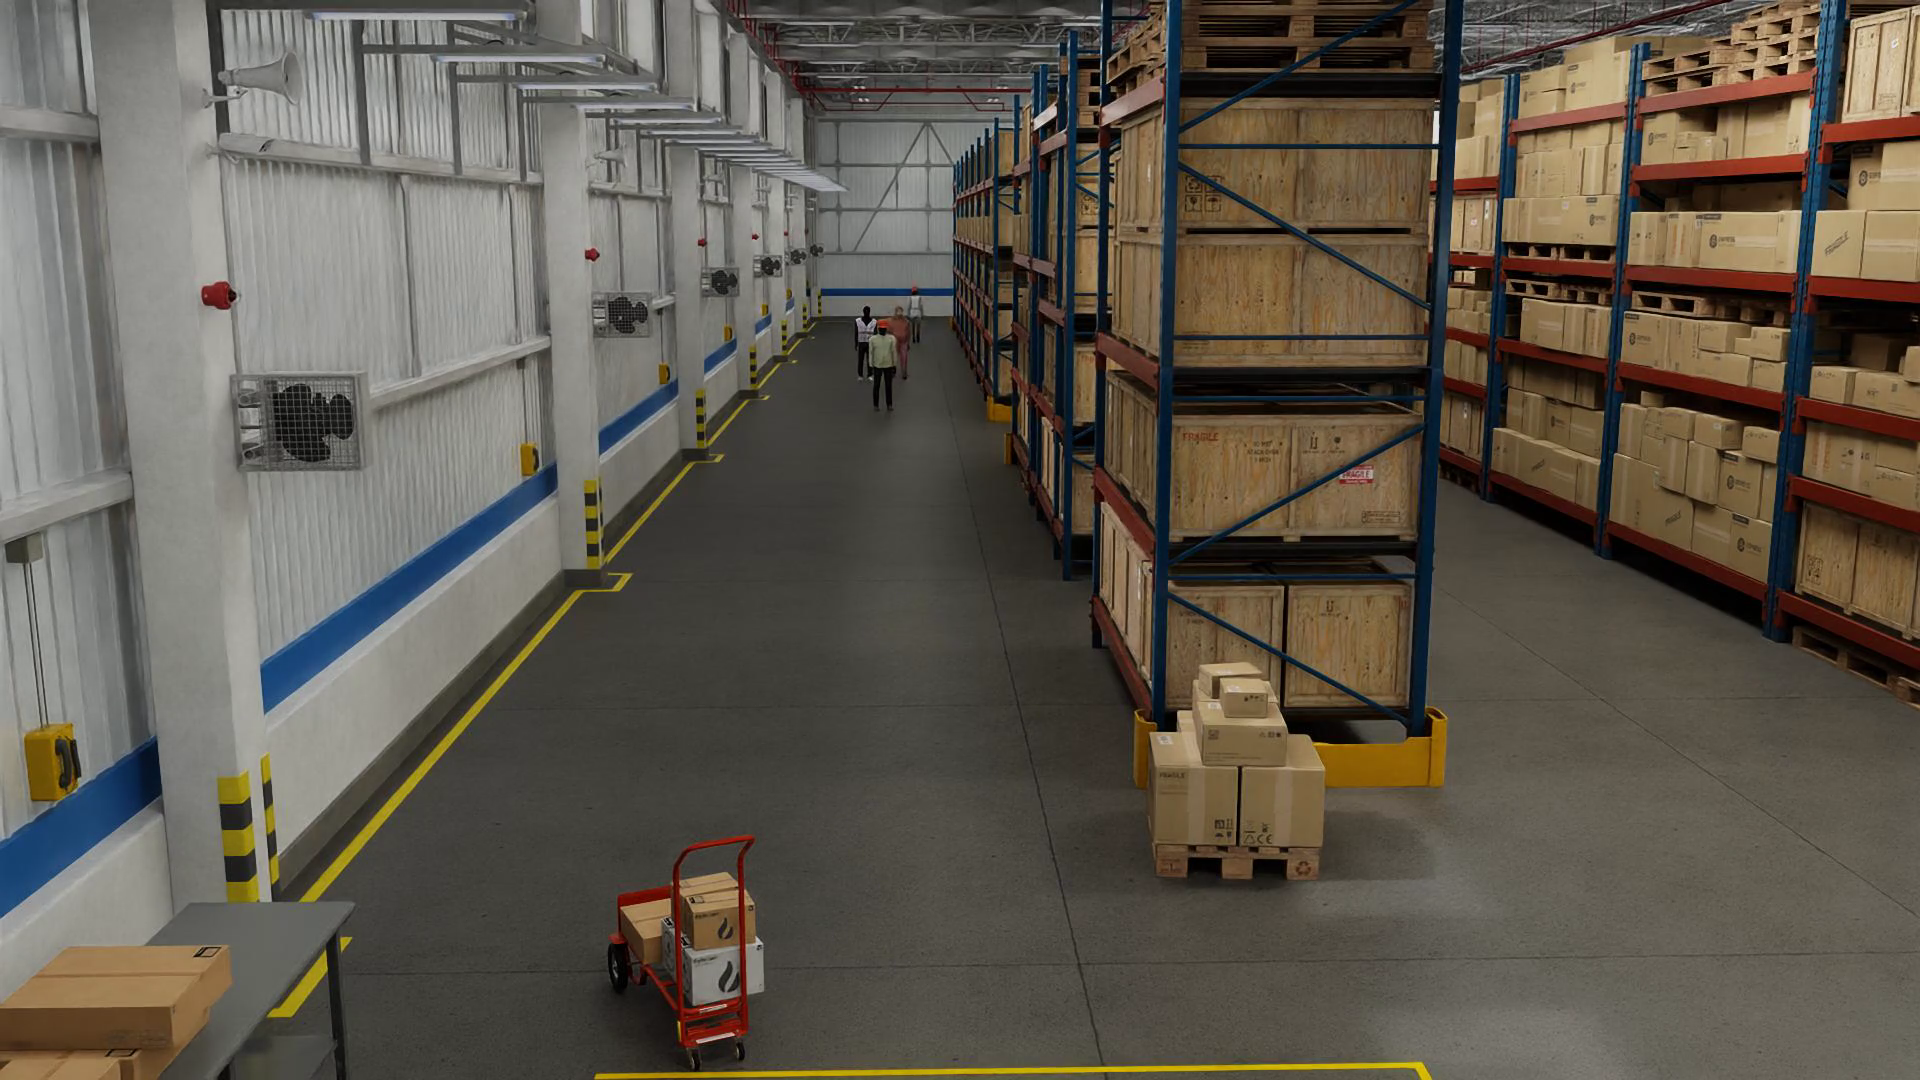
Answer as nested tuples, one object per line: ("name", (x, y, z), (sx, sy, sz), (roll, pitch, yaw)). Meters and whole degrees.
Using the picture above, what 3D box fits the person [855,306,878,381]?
("person", (-2.399, -5.025, 42.547), (0.598, 1.906, 0.413), (-2, 11, -8))

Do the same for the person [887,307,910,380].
("person", (-1.600, -5.110, 43.088), (0.663, 1.867, 0.983), (-3, 11, -17))

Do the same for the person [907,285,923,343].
("person", (-1.500, -7.541, 55.585), (0.554, 1.919, 0.468), (0, 11, 0))

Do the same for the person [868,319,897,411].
("person", (-1.658, -3.755, 35.731), (0.618, 1.986, 0.408), (-3, 11, -16))

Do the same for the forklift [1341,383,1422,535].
("forklift", (5.410, -1.533, 21.826), (1.129, 2.768, 1.873), (0, 11, -2))
